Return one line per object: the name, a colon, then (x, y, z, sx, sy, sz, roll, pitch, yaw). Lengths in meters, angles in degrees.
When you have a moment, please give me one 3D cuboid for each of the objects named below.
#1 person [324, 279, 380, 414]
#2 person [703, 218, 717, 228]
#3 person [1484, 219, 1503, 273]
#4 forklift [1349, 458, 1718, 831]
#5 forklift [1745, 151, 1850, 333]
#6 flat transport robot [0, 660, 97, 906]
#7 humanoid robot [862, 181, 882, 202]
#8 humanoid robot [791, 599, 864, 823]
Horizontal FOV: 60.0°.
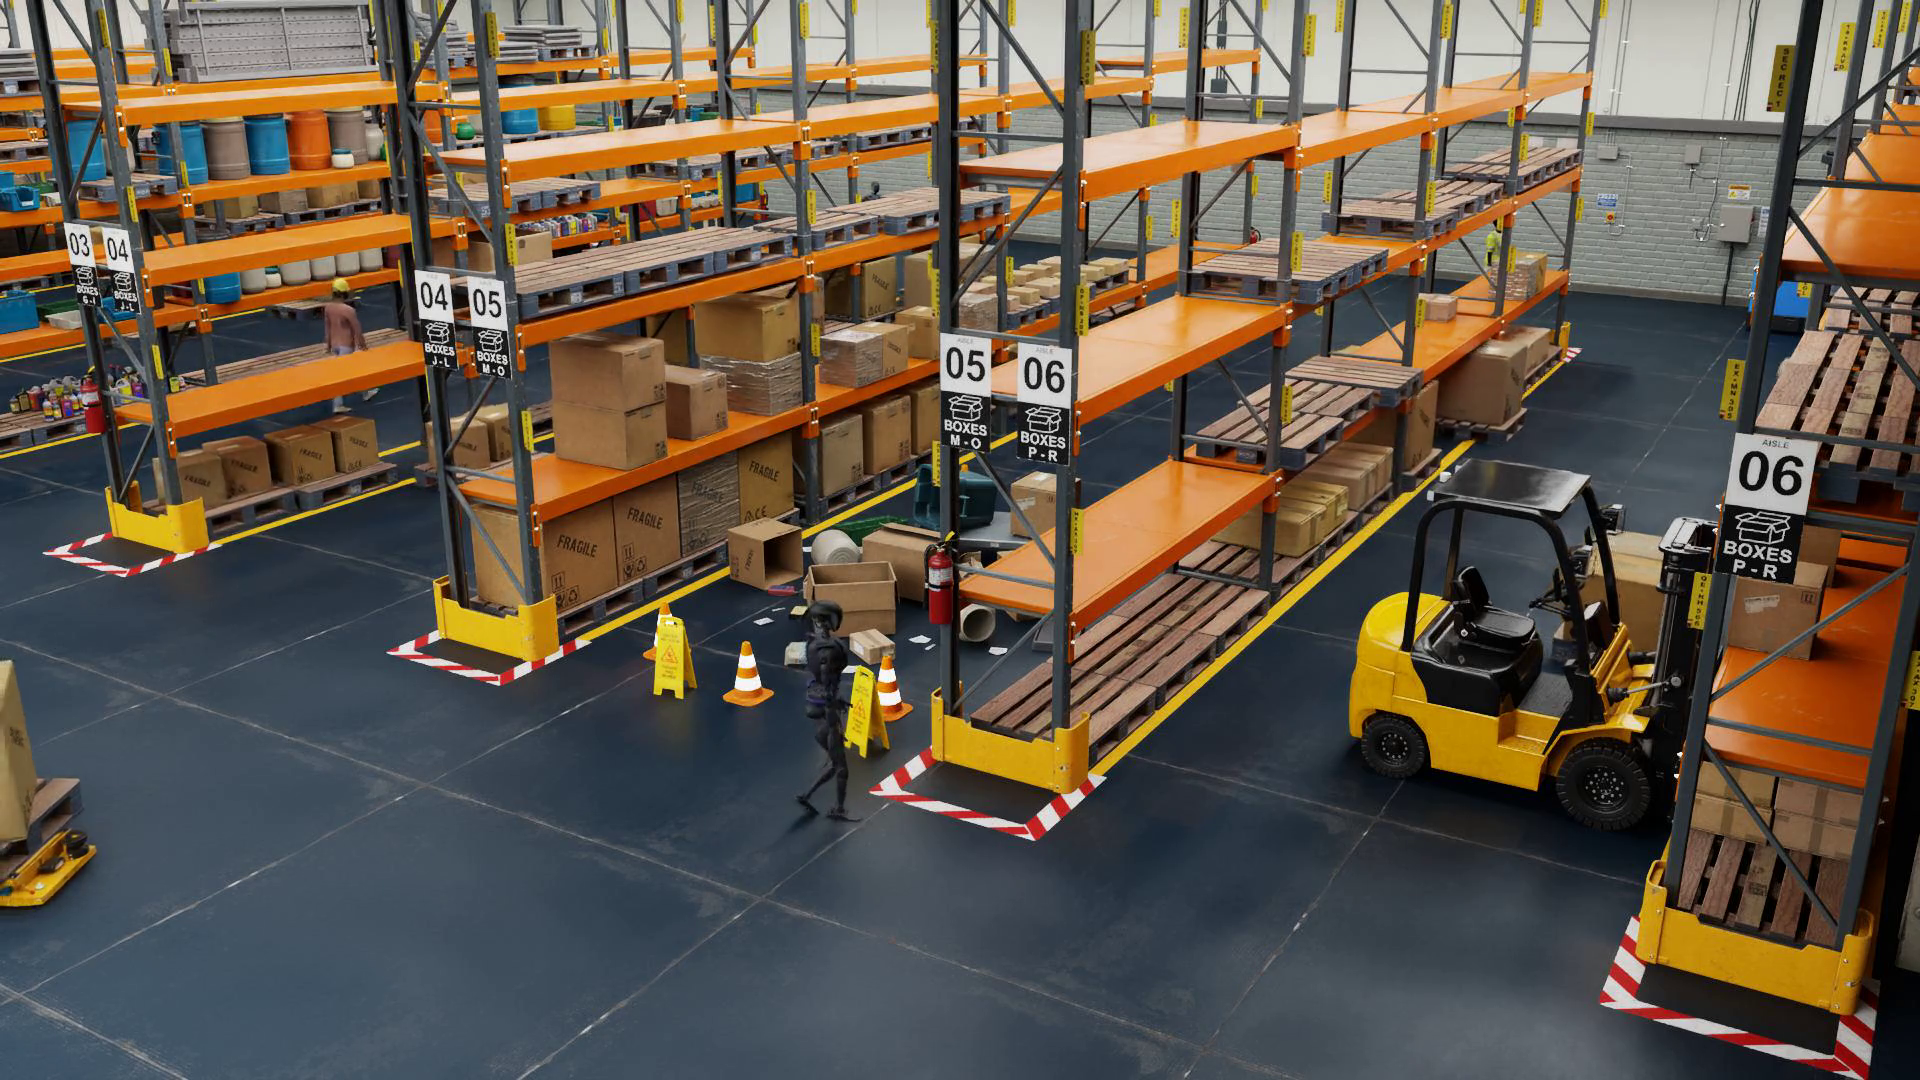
person: (-7.975, -2.560, 21.775, 0.550, 1.718, 0.879, 11, 22, 29)
person: (-5.238, -7.062, 34.864, 0.491, 1.688, 0.347, -6, 20, -15)
person: (8.896, -4.571, 27.643, 0.317, 1.695, 0.539, 16, 25, 39)
forklift: (3.988, 0.658, 11.776, 2.313, 2.155, 1.214, 11, 22, 29)
forklift: (13.620, -4.667, 26.137, 1.873, 2.768, 1.129, 11, 22, 29)
flat transport robot: (-6.380, 2.076, 10.613, 1.431, 0.231, 0.659, 0, 19, 1)
humanoid robot: (-1.688, -6.126, 32.167, 0.604, 1.640, 0.435, -10, 21, -27)
humanoid robot: (-0.912, 1.143, 11.184, 0.487, 1.631, 0.612, -2, 19, -5)
